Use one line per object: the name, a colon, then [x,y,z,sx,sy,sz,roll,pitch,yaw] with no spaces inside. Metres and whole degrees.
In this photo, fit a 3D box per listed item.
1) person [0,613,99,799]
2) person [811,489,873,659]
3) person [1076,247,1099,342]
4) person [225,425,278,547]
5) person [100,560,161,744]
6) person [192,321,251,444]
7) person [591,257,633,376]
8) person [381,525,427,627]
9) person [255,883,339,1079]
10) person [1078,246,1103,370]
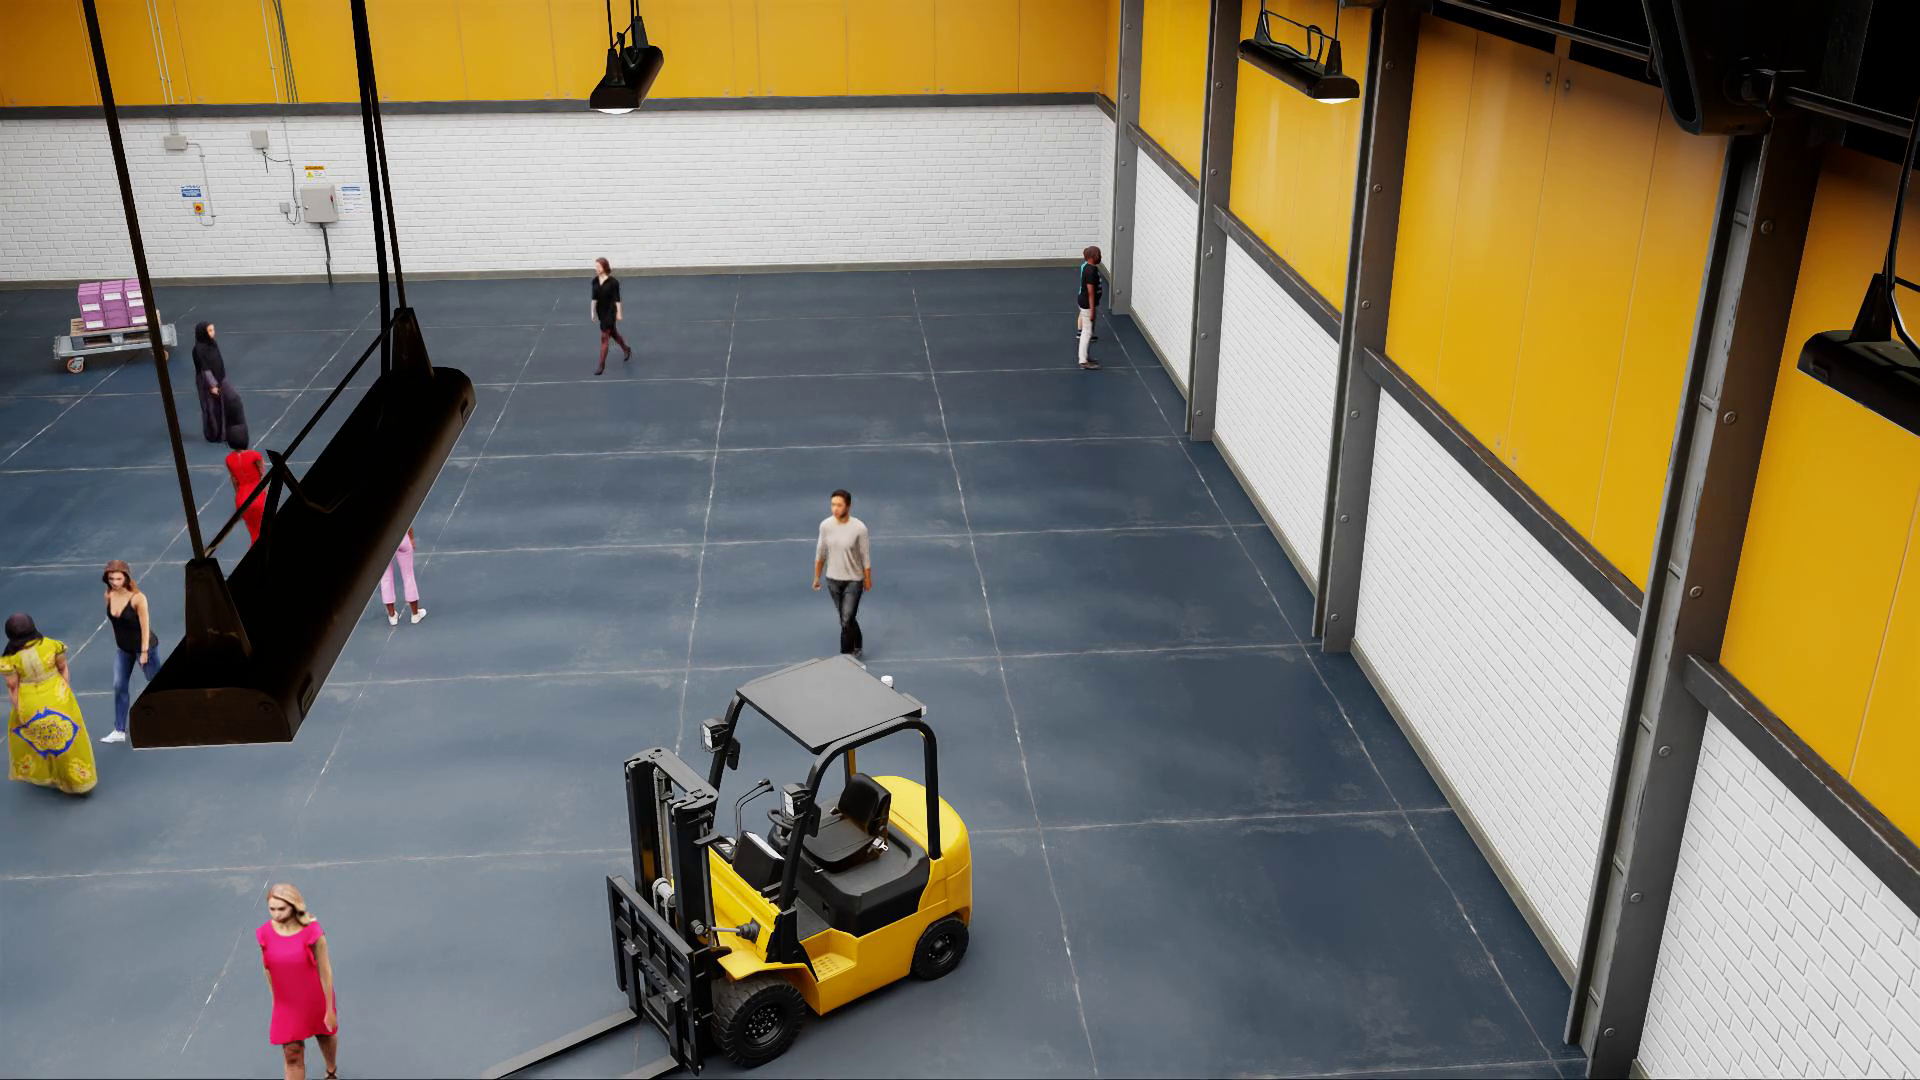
person: [-7.434,1.382,13.542,1.031,1.637,1.106,-16,28,-33]
person: [-1.050,0.334,15.752,0.892,1.788,1.021,9,25,20]
person: [1.965,-3.803,25.641,0.638,1.447,0.523,-12,26,-26]
person: [-7.384,-0.310,17.311,0.652,1.718,0.662,3,24,7]
person: [-7.147,0.909,14.563,0.811,1.685,1.030,7,25,16]
person: [-9.702,-2.043,21.411,0.826,1.611,0.856,7,25,16]
person: [-5.069,-3.276,24.176,0.966,1.655,1.199,10,26,22]
person: [-5.640,0.023,16.523,0.585,1.740,0.519,-3,24,-8]
person: [-4.019,2.777,10.271,0.582,1.700,0.911,-2,24,-4]
person: [1.886,-3.407,24.292,0.719,1.802,0.534,0,24,0]
